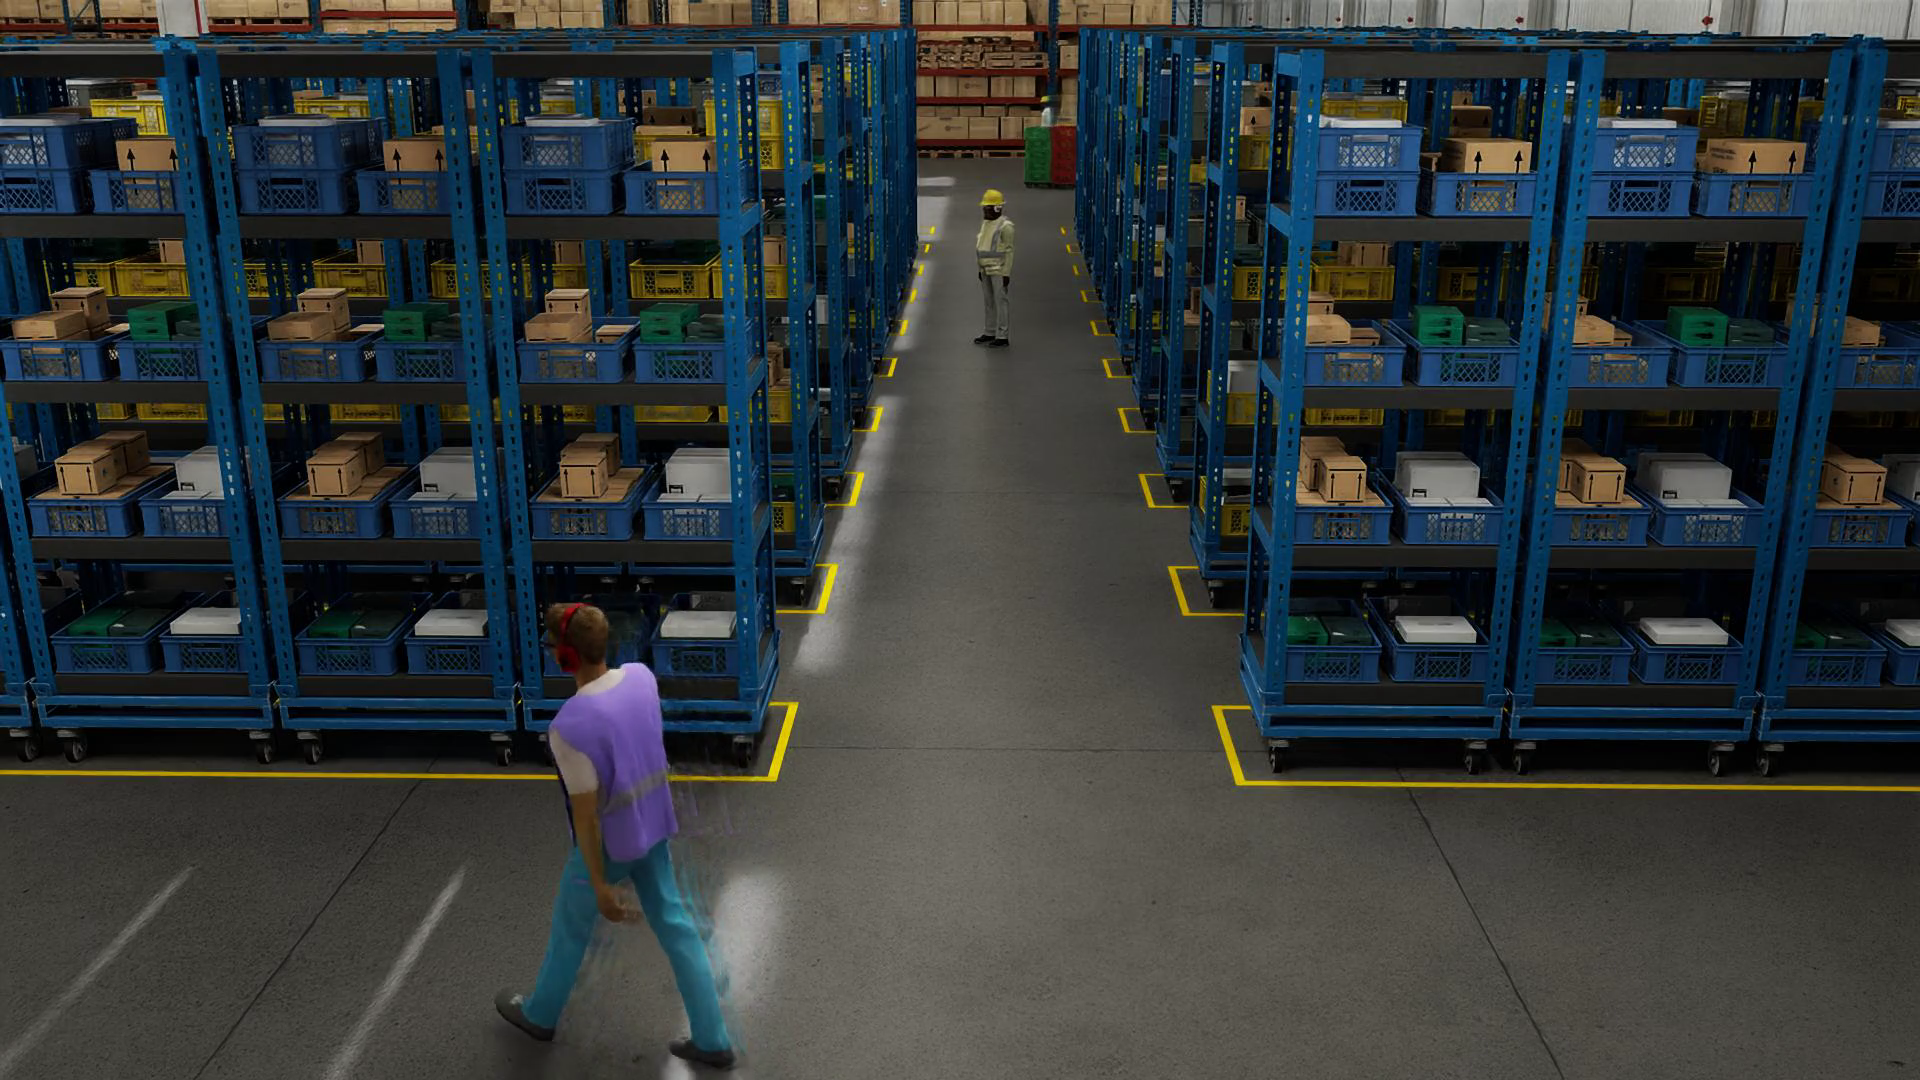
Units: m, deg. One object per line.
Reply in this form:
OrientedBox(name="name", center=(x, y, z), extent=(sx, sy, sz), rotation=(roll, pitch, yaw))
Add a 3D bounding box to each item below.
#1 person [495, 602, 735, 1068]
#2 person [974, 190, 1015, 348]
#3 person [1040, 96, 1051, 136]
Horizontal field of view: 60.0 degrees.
OrientedBox(name="person", center=(-1.275, 1.072, 6.019), extent=(1.000, 1.788, 0.574), rotation=(9, 20, 27))
OrientedBox(name="person", center=(0.390, -3.171, 19.469), extent=(0.403, 1.827, 0.599), rotation=(-11, 20, -31))
OrientedBox(name="person", center=(2.264, -11.116, 44.971), extent=(0.925, 1.710, 0.543), rotation=(0, 17, -2))
